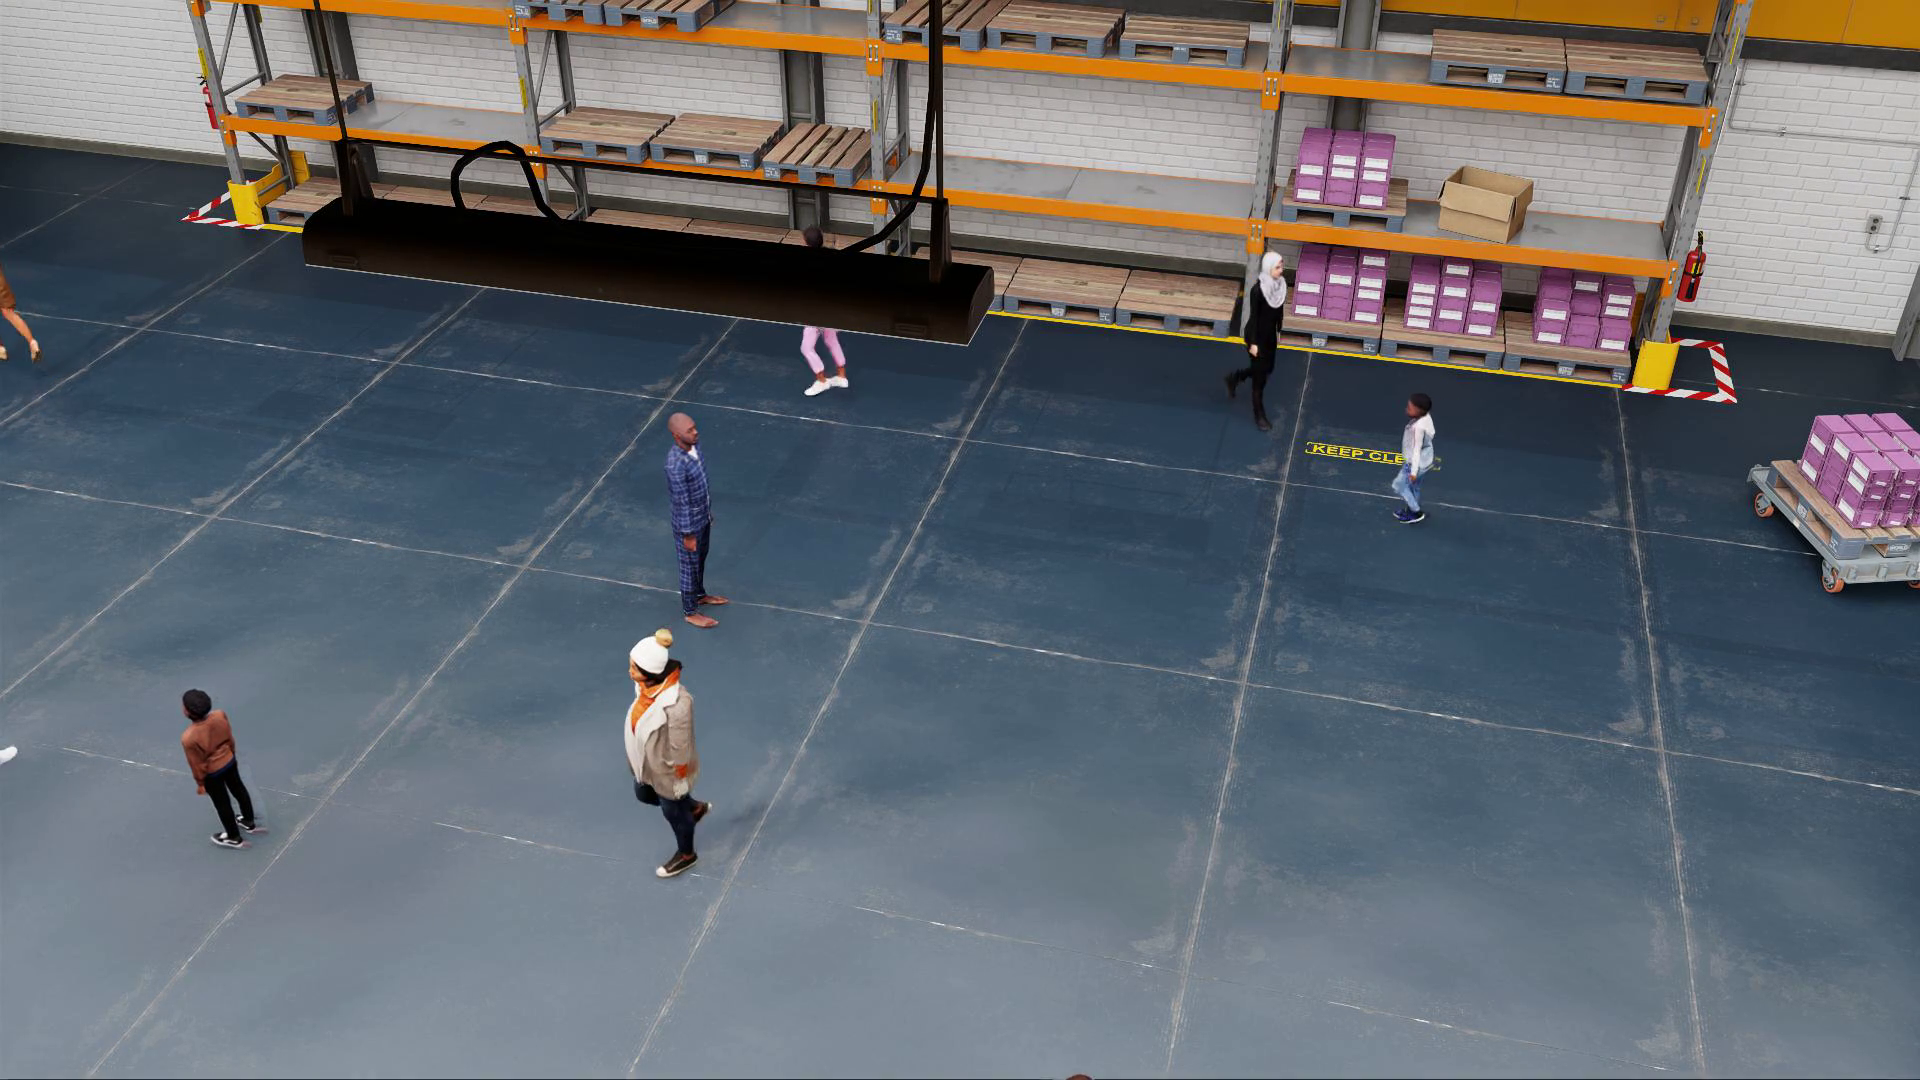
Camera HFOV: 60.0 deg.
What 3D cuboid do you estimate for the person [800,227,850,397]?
[{"bbox_3d":[-1.288,-2.181,15.962,0.794,1.727,0.771,3,34,5],"label":"person"}]

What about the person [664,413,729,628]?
[{"bbox_3d":[-2.085,-0.185,12.876,0.620,1.819,0.676,5,34,8],"label":"person"}]

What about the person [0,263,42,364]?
[{"bbox_3d":[-9.554,-2.462,16.442,1.110,1.663,0.788,20,39,28],"label":"person"}]

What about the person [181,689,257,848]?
[{"bbox_3d":[-4.864,1.480,10.882,0.517,1.253,0.548,14,36,20],"label":"person"}]

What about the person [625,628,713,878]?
[{"bbox_3d":[-1.785,1.313,10.565,0.951,1.883,0.895,-24,41,-32],"label":"person"}]

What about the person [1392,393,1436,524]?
[{"bbox_3d":[3.936,-0.671,14.128,0.590,1.242,0.544,20,38,27],"label":"person"}]

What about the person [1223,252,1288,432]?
[{"bbox_3d":[2.745,-1.891,15.498,0.950,1.756,1.041,-19,38,-26],"label":"person"}]
